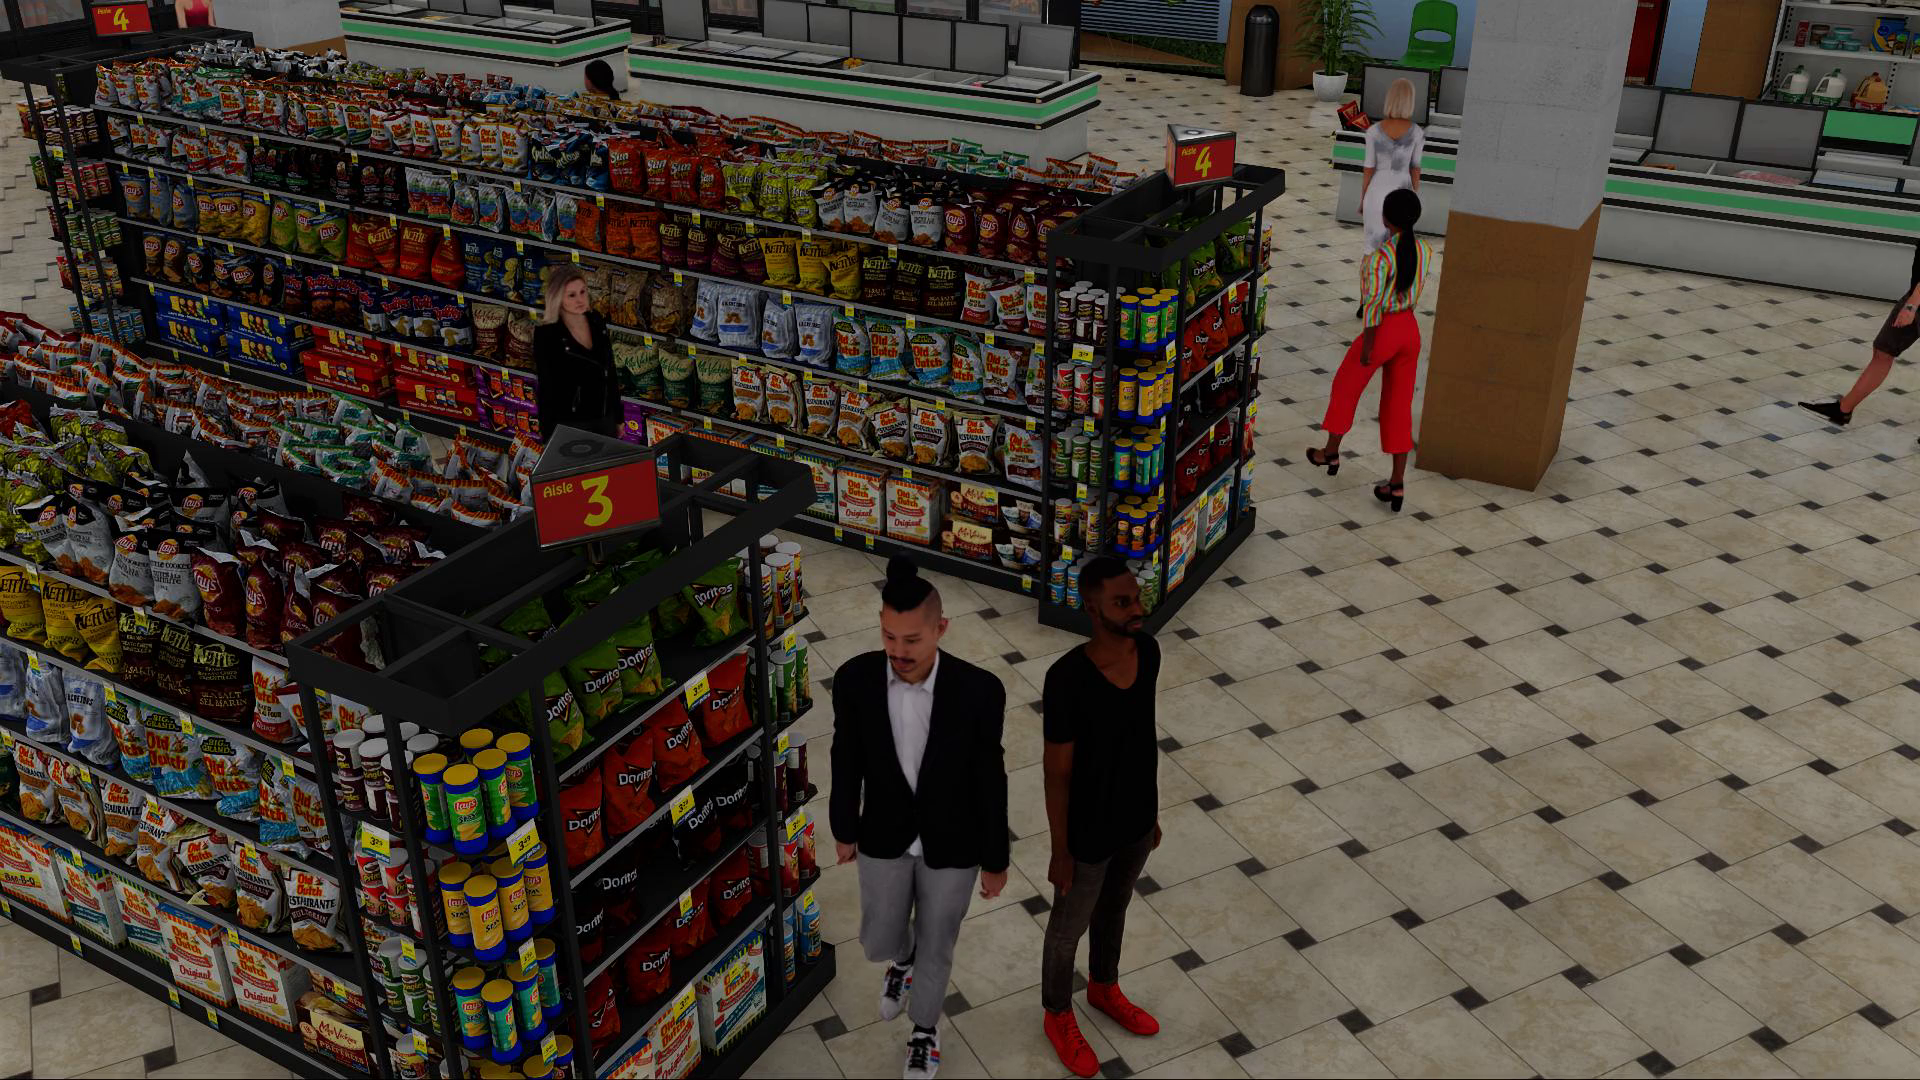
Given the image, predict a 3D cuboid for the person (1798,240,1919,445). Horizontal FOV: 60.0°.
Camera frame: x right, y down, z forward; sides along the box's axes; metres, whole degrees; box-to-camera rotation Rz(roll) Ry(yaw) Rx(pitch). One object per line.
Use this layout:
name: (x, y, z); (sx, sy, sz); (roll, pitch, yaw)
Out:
person: (5.828, -1.382, 9.787); (1.264, 1.810, 0.803); (9, 28, 18)

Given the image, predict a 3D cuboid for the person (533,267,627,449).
person: (-1.932, -0.581, 8.369); (0.916, 1.664, 0.687); (17, 31, 29)

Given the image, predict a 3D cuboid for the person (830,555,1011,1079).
person: (-0.098, 0.845, 5.255); (0.848, 1.939, 0.934); (4, 27, 9)

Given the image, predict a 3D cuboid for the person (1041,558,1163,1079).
person: (0.451, 0.876, 5.343); (0.699, 1.803, 0.647); (-22, 34, -36)

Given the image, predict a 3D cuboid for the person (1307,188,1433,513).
person: (2.386, -0.997, 9.075); (0.911, 1.768, 1.054); (-13, 30, -24)

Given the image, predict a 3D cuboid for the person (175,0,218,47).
person: (-7.641, -4.892, 16.784); (0.827, 1.742, 0.614); (18, 32, 31)

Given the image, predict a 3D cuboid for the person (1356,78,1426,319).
person: (3.071, -2.414, 11.886); (0.529, 1.752, 0.673); (7, 28, 13)
